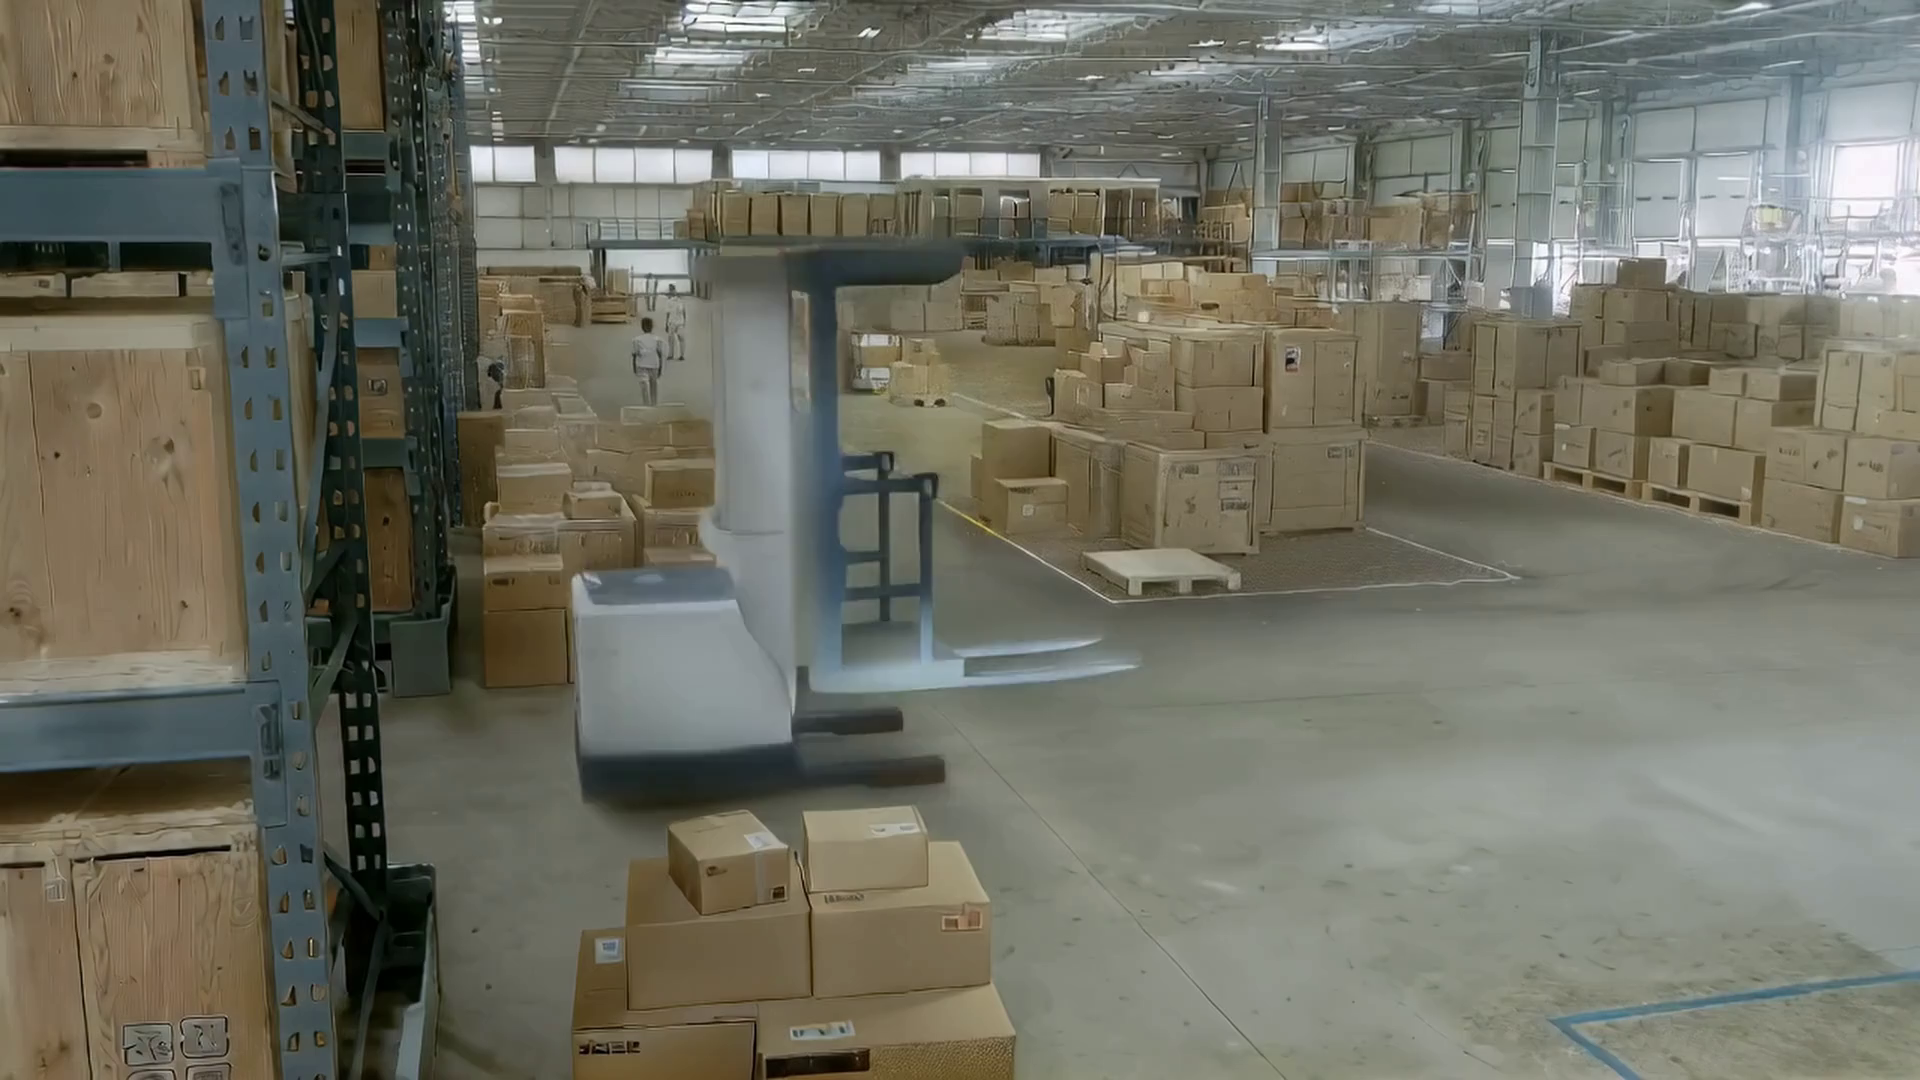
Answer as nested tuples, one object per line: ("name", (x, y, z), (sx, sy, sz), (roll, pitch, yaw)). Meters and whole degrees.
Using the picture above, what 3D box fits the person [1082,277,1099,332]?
("person", (4.423, -7.940, 56.048), (0.577, 1.843, 0.687), (1, 10, 7))

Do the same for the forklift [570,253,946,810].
("forklift", (-1.124, -0.119, 8.845), (1.873, 2.768, 1.129), (-3, 10, -15))

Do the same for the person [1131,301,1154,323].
("person", (3.243, -3.222, 29.162), (0.574, 1.904, 0.888), (-4, 11, -22))

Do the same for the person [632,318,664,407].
("person", (-5.302, -2.940, 28.292), (0.537, 1.655, 0.863), (-3, 10, -16))

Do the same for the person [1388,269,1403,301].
("person", (19.227, -11.035, 73.463), (0.654, 1.893, 0.996), (6, 12, 31))

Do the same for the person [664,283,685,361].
("person", (-7.152, -5.450, 41.617), (0.364, 1.964, 0.612), (8, 13, 39))

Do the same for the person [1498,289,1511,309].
("person", (14.899, -5.982, 45.383), (0.497, 1.701, 0.878), (-3, 11, -19))

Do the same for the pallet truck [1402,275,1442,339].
("pallet truck", (14.620, -7.324, 52.145), (0.823, 1.965, 1.885), (8, 13, 40))

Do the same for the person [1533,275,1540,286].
("person", (17.745, -7.183, 51.349), (0.378, 1.996, 0.611), (3, 10, 16))

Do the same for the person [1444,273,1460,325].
("person", (17.704, -8.648, 59.869), (0.615, 1.914, 0.448), (8, 13, 39))

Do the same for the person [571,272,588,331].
("person", (-12.927, -8.121, 56.538), (0.536, 2.000, 0.746), (0, 10, 2))

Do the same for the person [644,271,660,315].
("person", (-12.968, -10.417, 70.093), (0.603, 1.837, 0.955), (-1, 10, -3))

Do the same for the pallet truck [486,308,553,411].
("pallet truck", (-6.242, -2.418, 24.362), (0.823, 1.965, 1.885), (1, 10, 3))

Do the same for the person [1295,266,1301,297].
("person", (16.499, -12.437, 81.281), (0.376, 1.934, 0.546), (3, 10, 15))

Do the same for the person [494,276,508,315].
("person", (-14.826, -7.547, 53.635), (0.577, 1.930, 0.451), (7, 12, 35))

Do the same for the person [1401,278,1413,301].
("person", (16.467, -8.776, 61.217), (0.537, 1.696, 0.321), (-3, 11, -18))

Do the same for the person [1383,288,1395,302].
("person", (10.583, -5.294, 41.110), (0.388, 1.830, 0.527), (6, 12, 30))

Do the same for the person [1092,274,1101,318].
("person", (5.495, -9.756, 66.472), (0.785, 1.811, 0.620), (7, 12, 35))

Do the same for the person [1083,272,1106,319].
("person", (5.251, -9.597, 65.412), (1.042, 1.865, 0.617), (8, 13, 37))

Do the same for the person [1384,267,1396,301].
("person", (19.550, -11.420, 75.506), (0.609, 1.946, 1.033), (9, 13, 41))

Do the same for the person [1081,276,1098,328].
("person", (4.565, -8.417, 58.828), (0.628, 1.829, 0.447), (-8, 13, -37))
